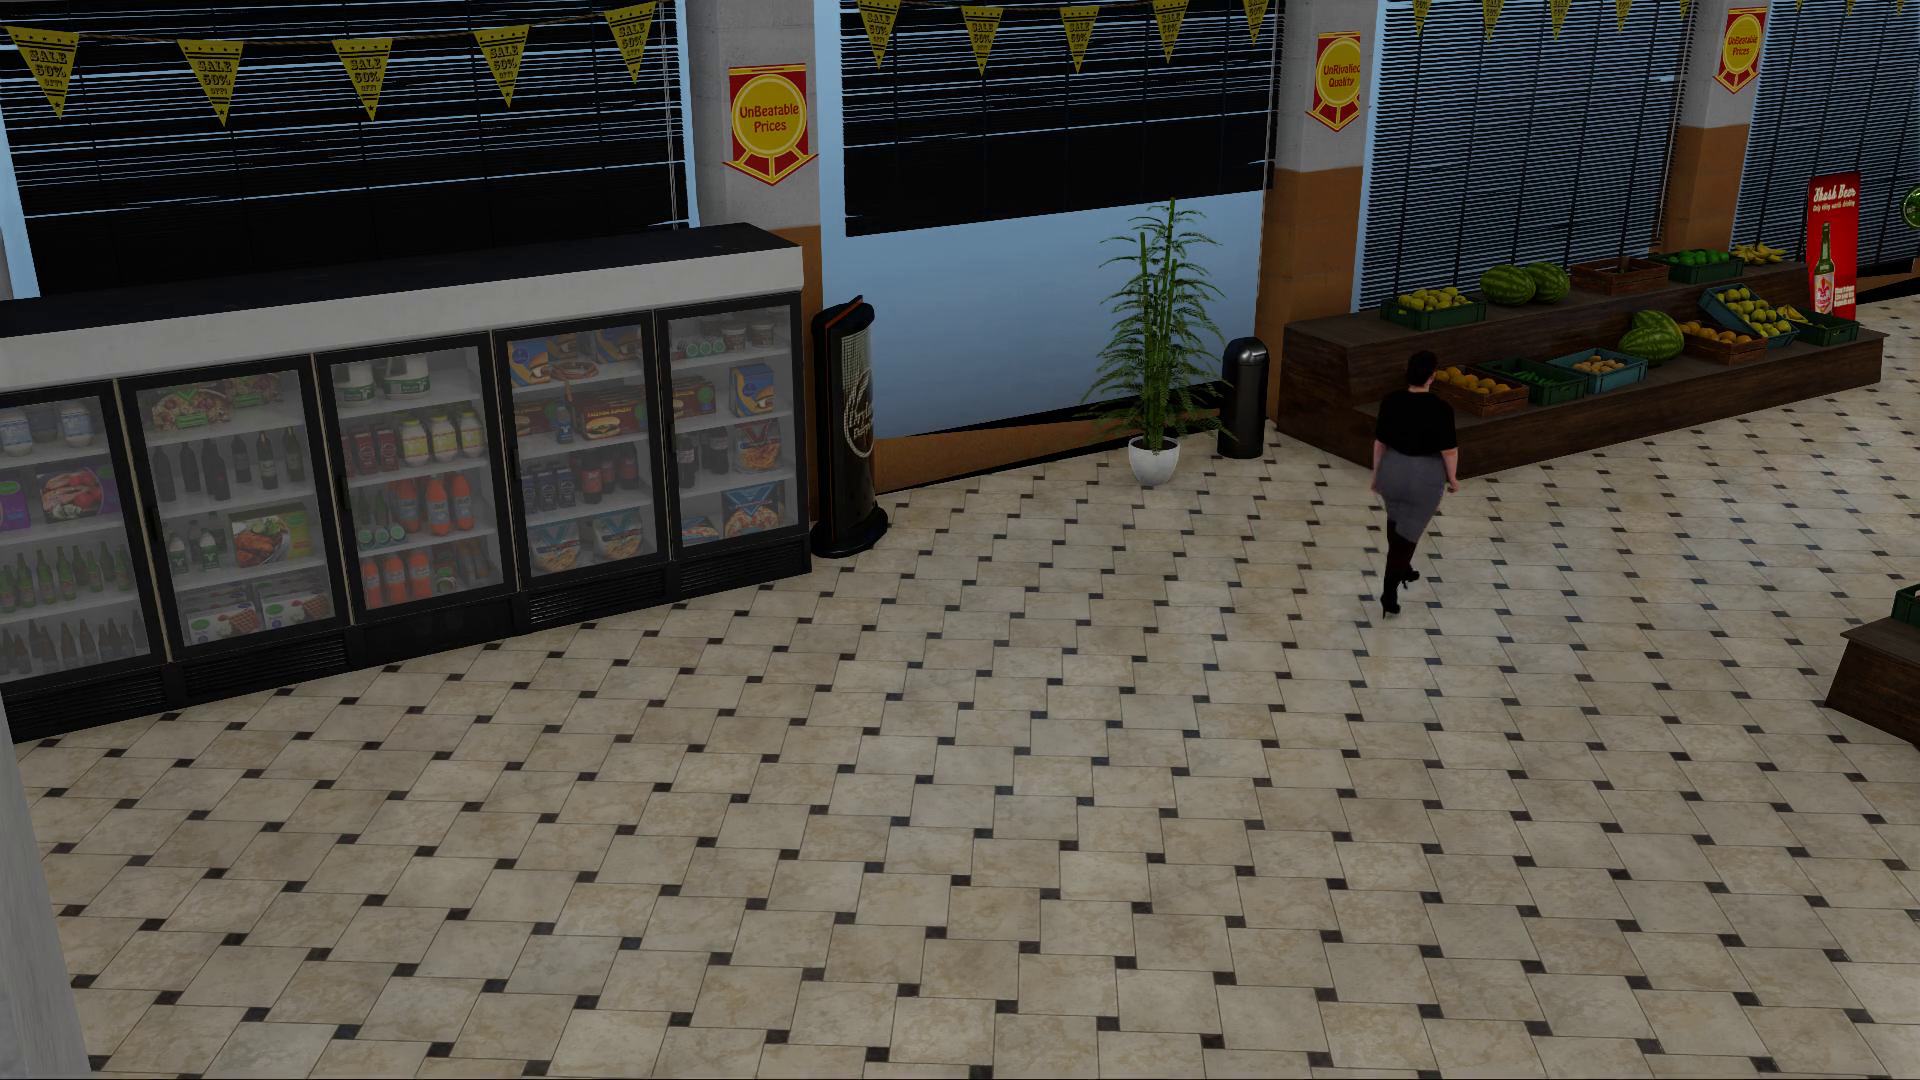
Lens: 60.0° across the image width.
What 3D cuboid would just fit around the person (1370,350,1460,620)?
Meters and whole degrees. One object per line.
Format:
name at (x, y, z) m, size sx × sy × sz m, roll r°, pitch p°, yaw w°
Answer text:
person at (2.841, -0.322, 10.669) m, size 1.015 × 1.729 × 0.806 m, roll -19°, pitch 29°, yaw -40°
